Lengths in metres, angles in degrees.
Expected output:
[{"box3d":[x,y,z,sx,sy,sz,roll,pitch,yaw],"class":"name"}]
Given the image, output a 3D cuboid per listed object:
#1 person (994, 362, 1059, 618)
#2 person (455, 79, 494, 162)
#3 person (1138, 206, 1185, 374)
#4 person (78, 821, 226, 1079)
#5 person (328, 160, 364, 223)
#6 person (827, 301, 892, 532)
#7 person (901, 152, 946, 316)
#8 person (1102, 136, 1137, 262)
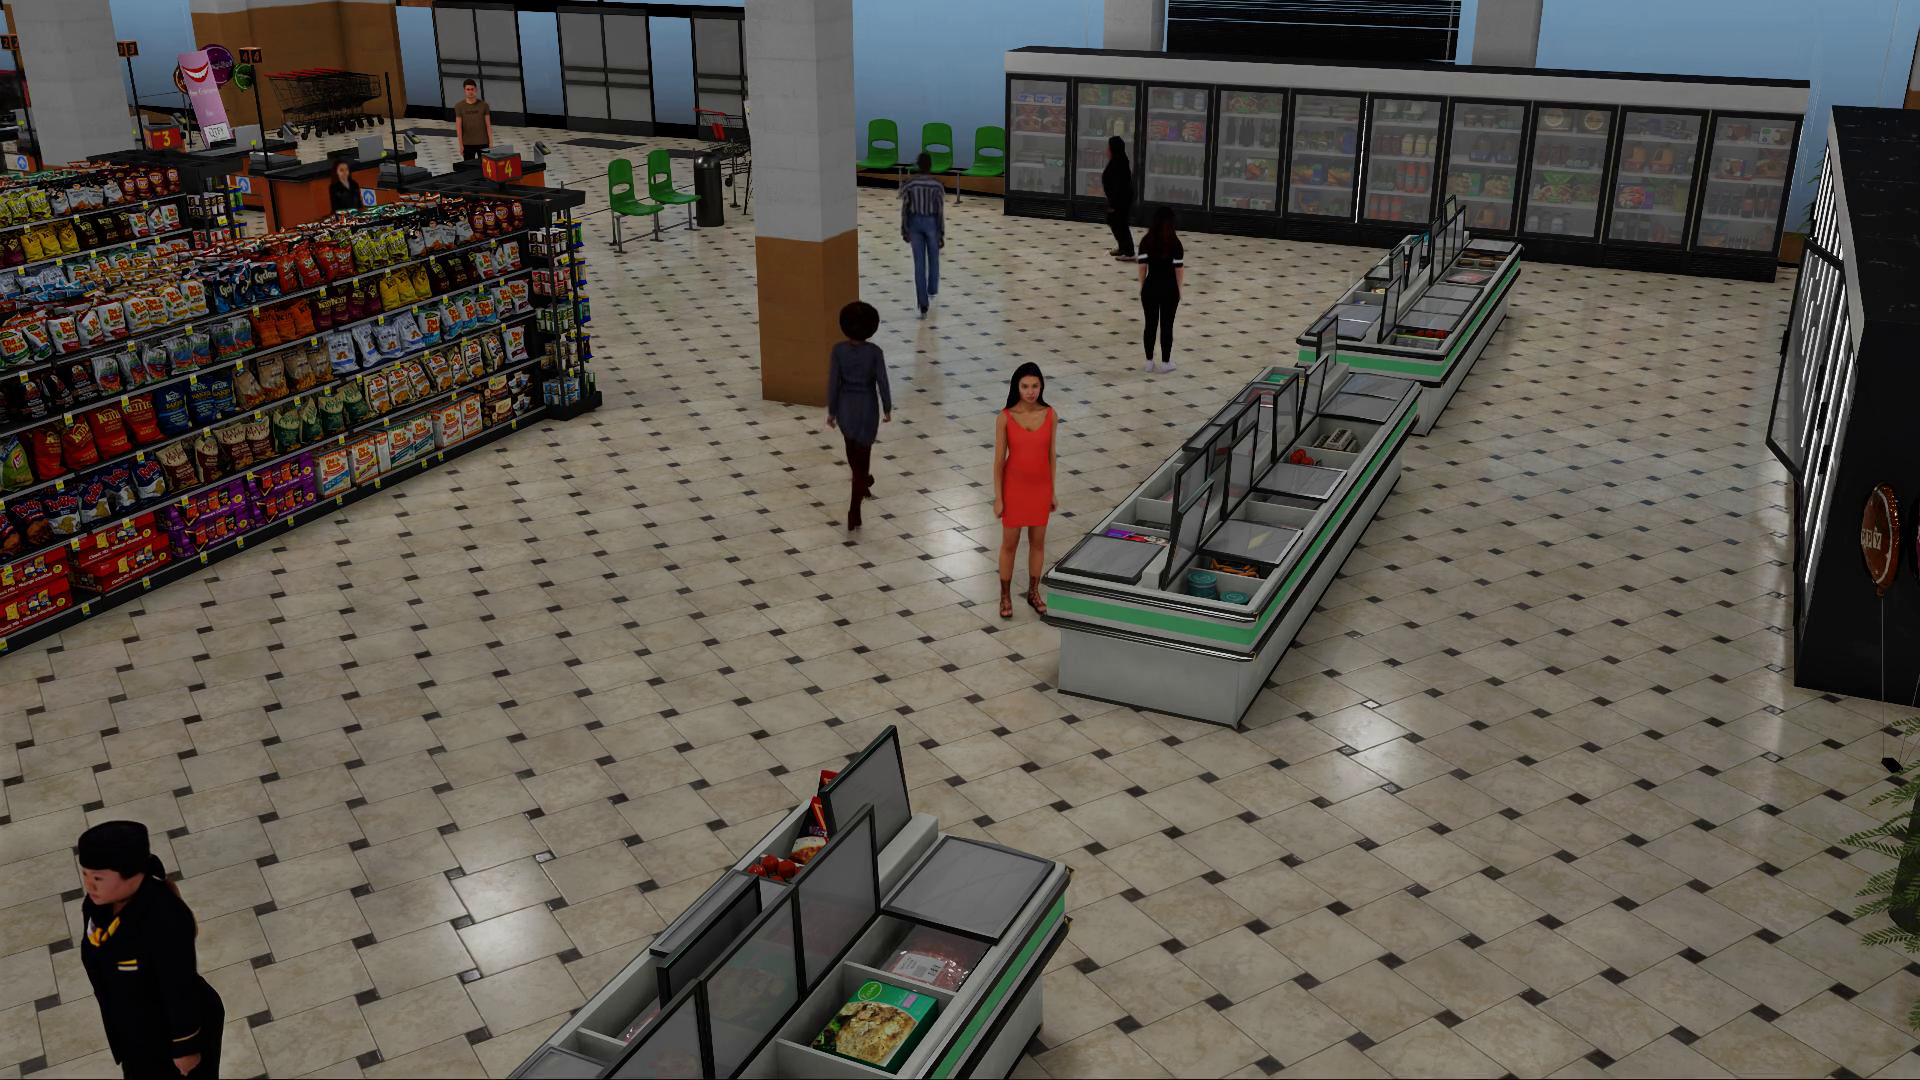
[{"box3d":[0.436,-0.329,10.939,0.662,1.719,0.701,-6,23,-14],"class":"person"},{"box3d":[-7.116,-5.819,24.423,0.730,1.852,0.802,-9,24,-21],"class":"person"},{"box3d":[1.969,-2.465,16.362,0.610,1.638,0.585,8,23,20],"class":"person"},{"box3d":[-2.809,1.726,5.889,0.715,1.670,0.657,13,25,29],"class":"person"},{"box3d":[-7.388,-3.833,20.001,0.801,1.464,0.821,20,29,40],"class":"person"},{"box3d":[-0.774,-0.884,12.387,0.766,1.669,1.138,4,22,11],"class":"person"},{"box3d":[-0.403,-3.349,18.421,0.968,1.743,1.272,1,22,3],"class":"person"},{"box3d":[2.081,-4.288,20.993,0.838,1.569,0.758,6,23,15],"class":"person"}]
